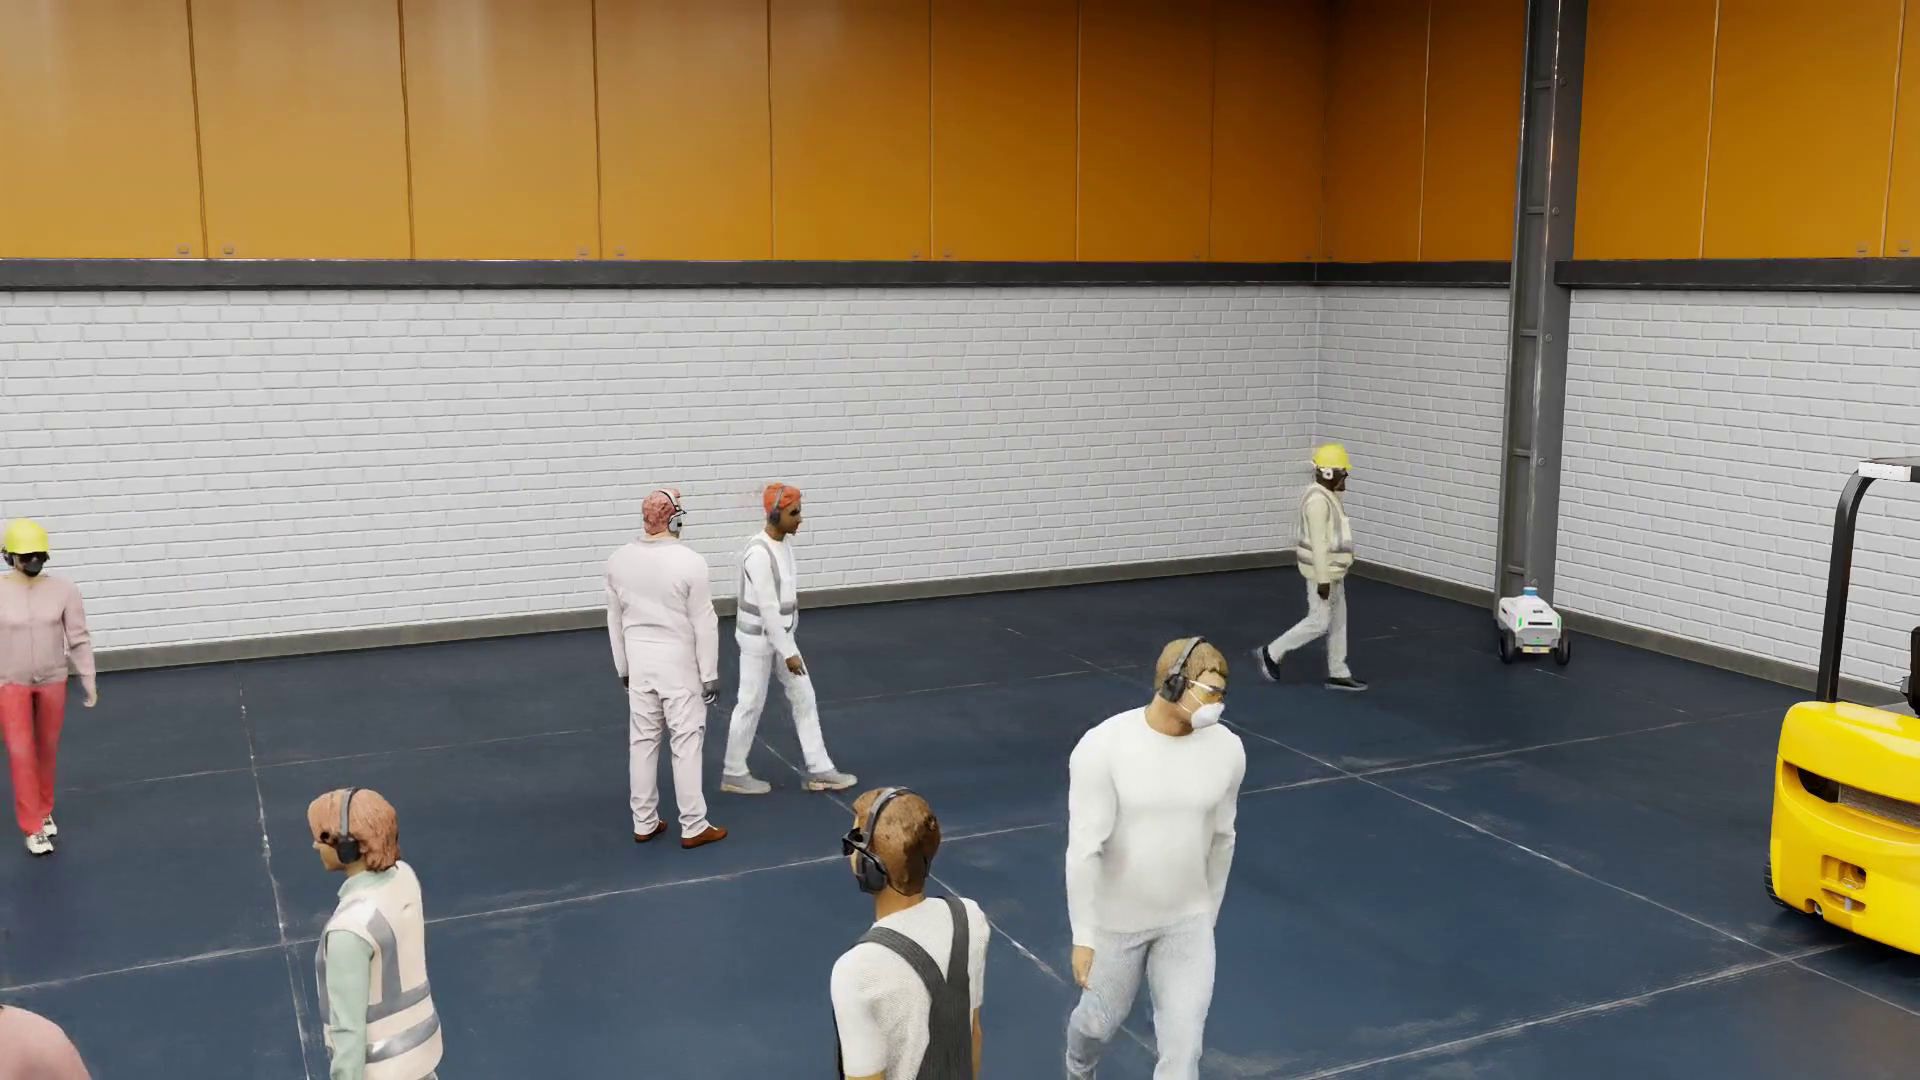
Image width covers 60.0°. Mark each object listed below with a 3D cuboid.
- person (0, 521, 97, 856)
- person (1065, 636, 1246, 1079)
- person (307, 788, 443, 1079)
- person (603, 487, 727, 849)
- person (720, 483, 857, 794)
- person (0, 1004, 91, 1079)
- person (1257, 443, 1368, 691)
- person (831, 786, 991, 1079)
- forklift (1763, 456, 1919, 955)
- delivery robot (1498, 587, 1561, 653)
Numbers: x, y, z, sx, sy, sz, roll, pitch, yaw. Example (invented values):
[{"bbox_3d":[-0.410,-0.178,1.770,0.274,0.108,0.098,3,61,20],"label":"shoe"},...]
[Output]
[{"bbox_3d":[-4.837,0.765,8.712,0.561,1.735,0.795,-9,12,-43],"label":"person"},{"bbox_3d":[0.607,1.216,5.500,0.653,1.897,0.919,-2,9,-14],"label":"person"},{"bbox_3d":[-1.615,1.483,4.654,0.321,1.630,0.515,0,9,1],"label":"person"},{"bbox_3d":[-1.537,0.675,8.795,0.636,1.911,0.406,4,10,23],"label":"person"},{"bbox_3d":[-1.011,0.592,9.504,0.929,1.839,0.560,3,10,16],"label":"person"},{"bbox_3d":[-2.185,1.586,3.811,0.531,1.684,0.975,4,10,21],"label":"person"},{"bbox_3d":[2.582,0.200,12.026,0.729,1.813,0.600,4,10,22],"label":"person"},{"bbox_3d":[-0.135,1.482,3.976,0.345,1.847,0.506,7,12,37],"label":"person"},{"bbox_3d":[4.857,0.731,7.561,2.313,2.155,1.214,-4,10,-25],"label":"forklift"},{"bbox_3d":[4.472,0.614,13.068,0.477,0.478,0.707,1,9,6],"label":"delivery robot"}]
